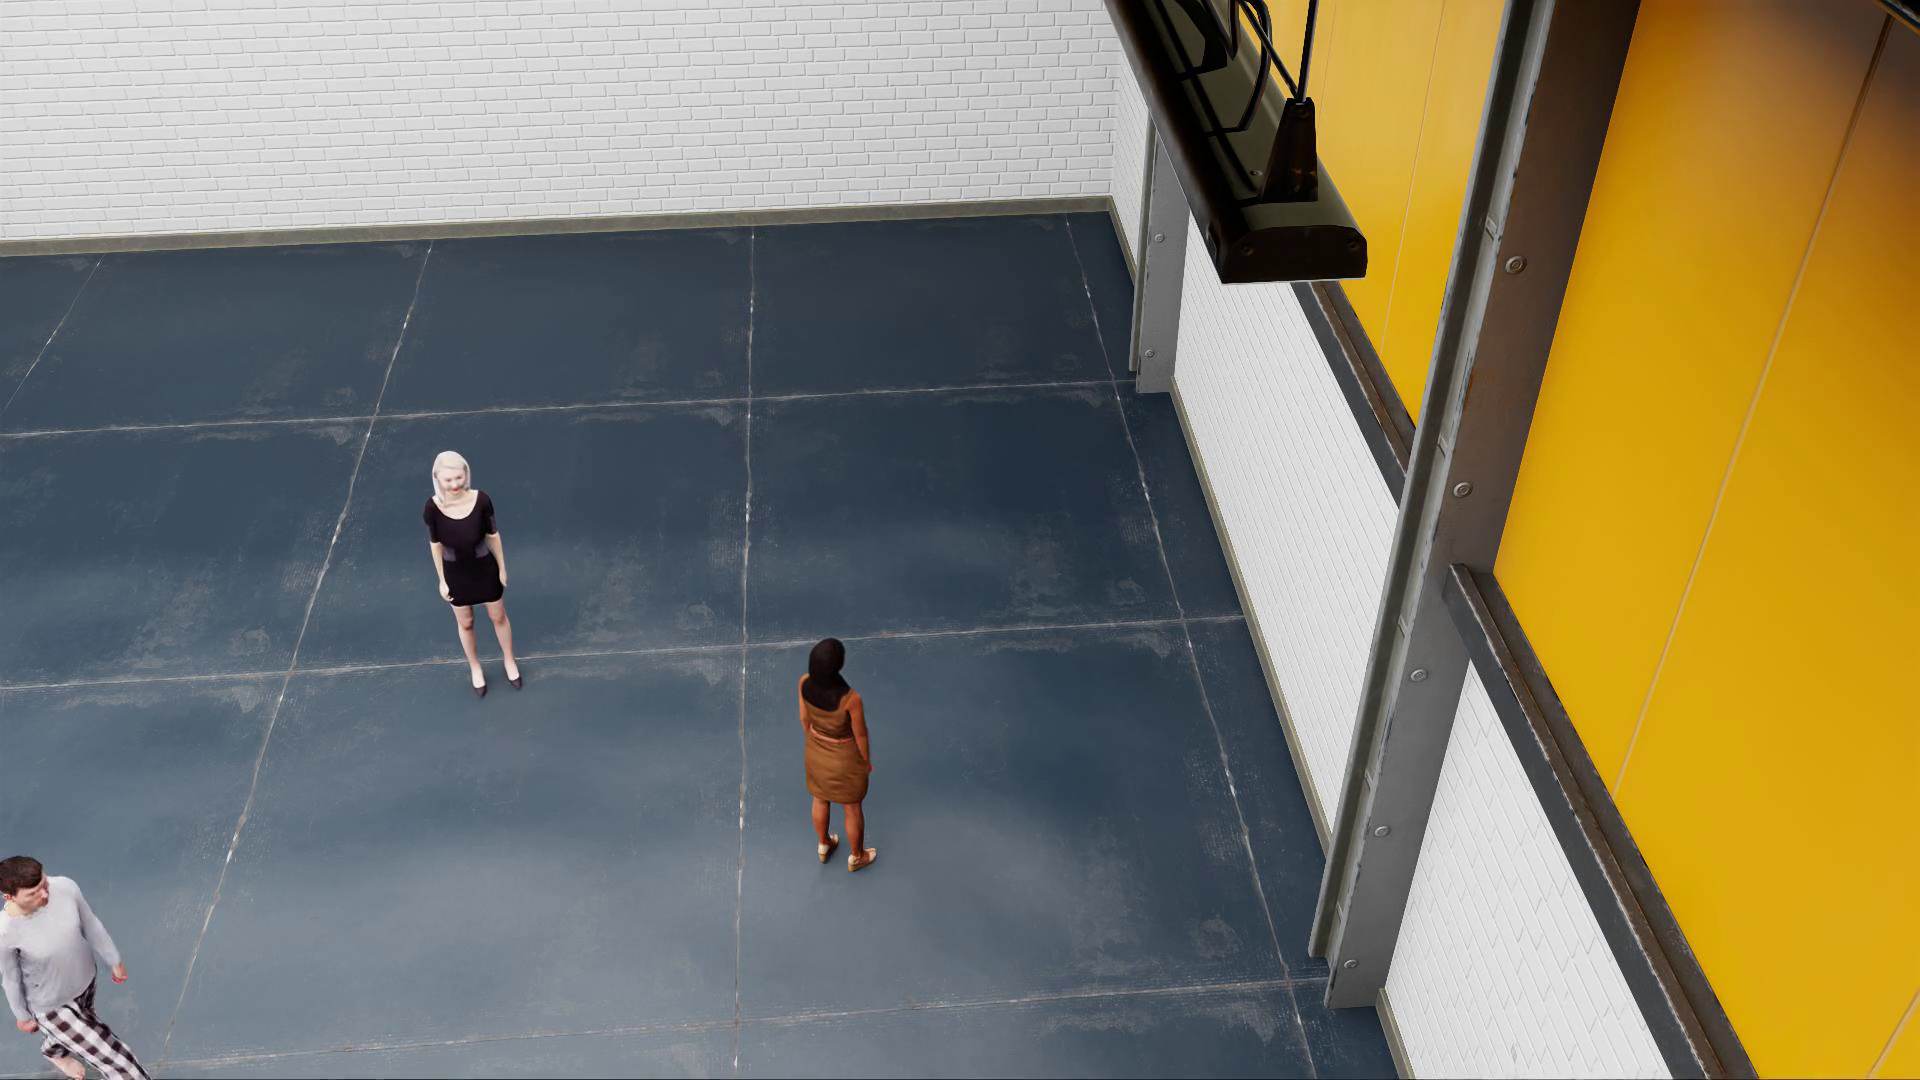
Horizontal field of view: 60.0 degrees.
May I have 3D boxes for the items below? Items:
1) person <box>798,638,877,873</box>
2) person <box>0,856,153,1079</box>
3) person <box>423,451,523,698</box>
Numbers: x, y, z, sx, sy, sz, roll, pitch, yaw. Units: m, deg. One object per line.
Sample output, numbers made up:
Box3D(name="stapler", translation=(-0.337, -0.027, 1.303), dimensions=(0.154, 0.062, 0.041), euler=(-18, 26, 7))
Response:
Box3D(name="person", translation=(-0.694, 1.206, 9.252), dimensions=(0.644, 1.690, 0.670), euler=(19, 42, 22))
Box3D(name="person", translation=(-4.384, 2.130, 8.016), dimensions=(1.046, 1.787, 1.230), euler=(14, 41, 16))
Box3D(name="person", translation=(-3.053, 0.206, 10.389), dimensions=(0.621, 1.832, 0.575), euler=(-14, 41, -17))
